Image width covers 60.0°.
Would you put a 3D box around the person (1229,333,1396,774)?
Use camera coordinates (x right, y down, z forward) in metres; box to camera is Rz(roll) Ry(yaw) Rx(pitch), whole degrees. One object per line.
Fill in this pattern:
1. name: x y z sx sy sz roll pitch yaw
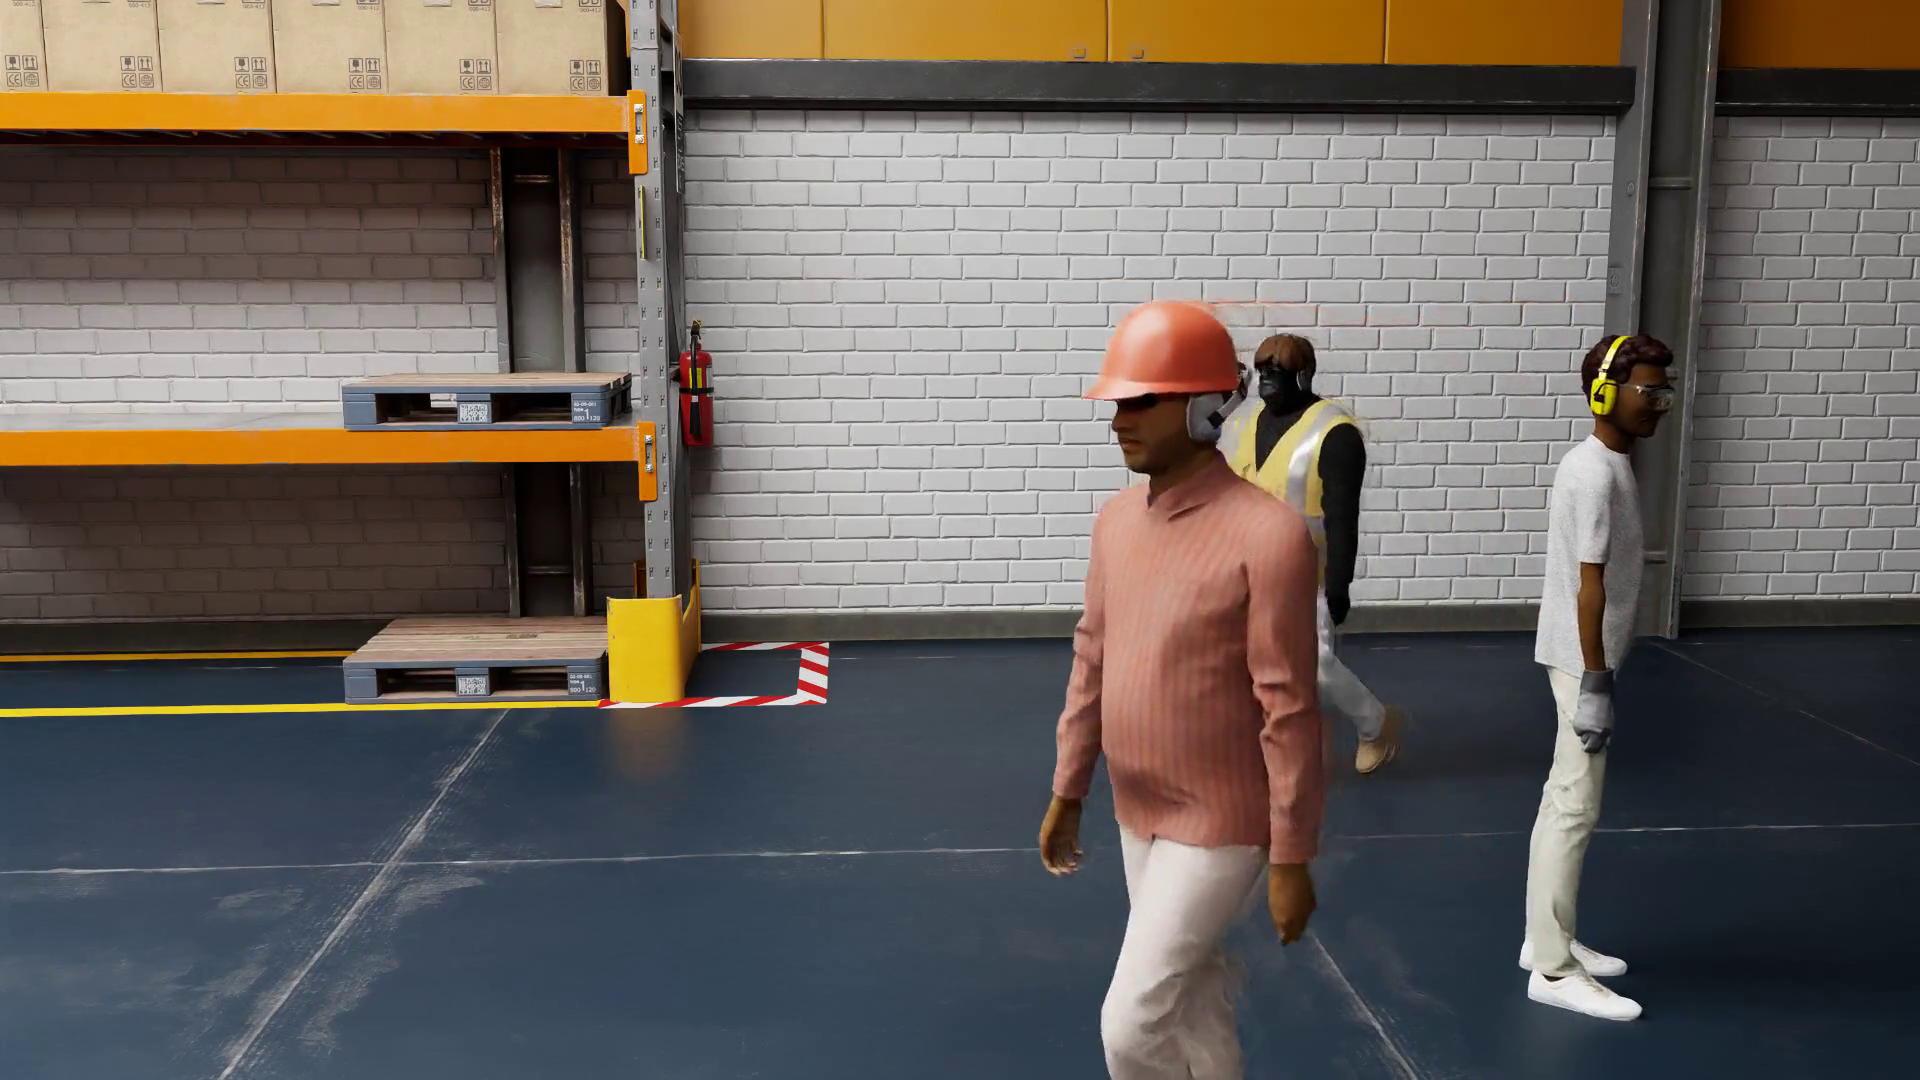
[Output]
1. person: 1.328 0.107 6.423 0.785 1.817 0.633 -6 11 -34

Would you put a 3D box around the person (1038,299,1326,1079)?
1. person: 0.356 0.534 3.215 0.660 1.969 0.639 -4 10 -25

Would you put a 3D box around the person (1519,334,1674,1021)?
1. person: 1.766 0.365 4.619 0.329 1.865 0.513 3 10 18
